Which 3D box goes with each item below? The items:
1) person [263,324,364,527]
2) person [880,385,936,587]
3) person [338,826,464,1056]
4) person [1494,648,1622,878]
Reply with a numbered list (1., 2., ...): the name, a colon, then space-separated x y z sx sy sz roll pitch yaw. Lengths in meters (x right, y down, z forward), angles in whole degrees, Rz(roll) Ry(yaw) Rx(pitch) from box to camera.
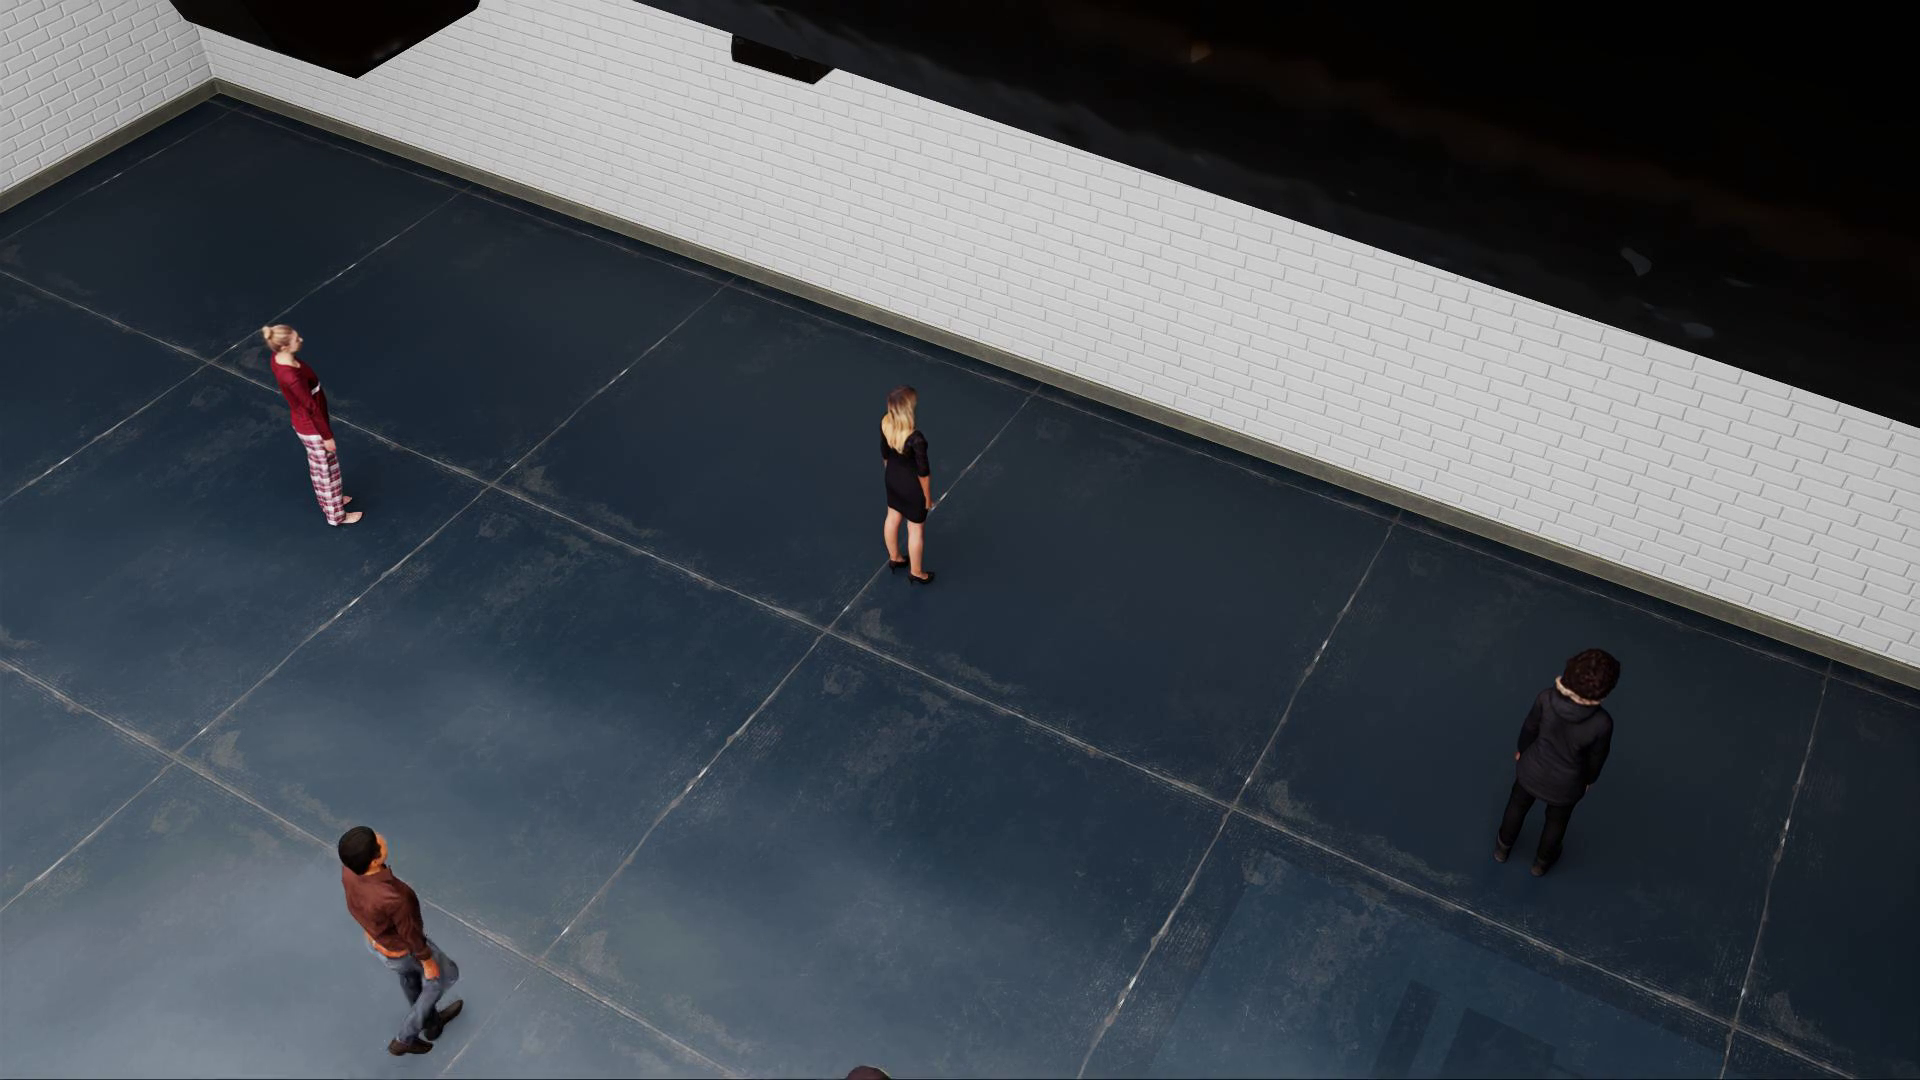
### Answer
1. person: -4.550 -0.827 11.658 0.649 1.700 0.687 -27 50 -25
2. person: -0.365 -0.363 11.187 0.591 1.677 0.541 35 53 31
3. person: -2.930 2.118 8.513 0.717 1.773 0.756 29 51 27
4. person: 3.366 1.273 9.396 0.628 1.779 0.584 24 49 23
